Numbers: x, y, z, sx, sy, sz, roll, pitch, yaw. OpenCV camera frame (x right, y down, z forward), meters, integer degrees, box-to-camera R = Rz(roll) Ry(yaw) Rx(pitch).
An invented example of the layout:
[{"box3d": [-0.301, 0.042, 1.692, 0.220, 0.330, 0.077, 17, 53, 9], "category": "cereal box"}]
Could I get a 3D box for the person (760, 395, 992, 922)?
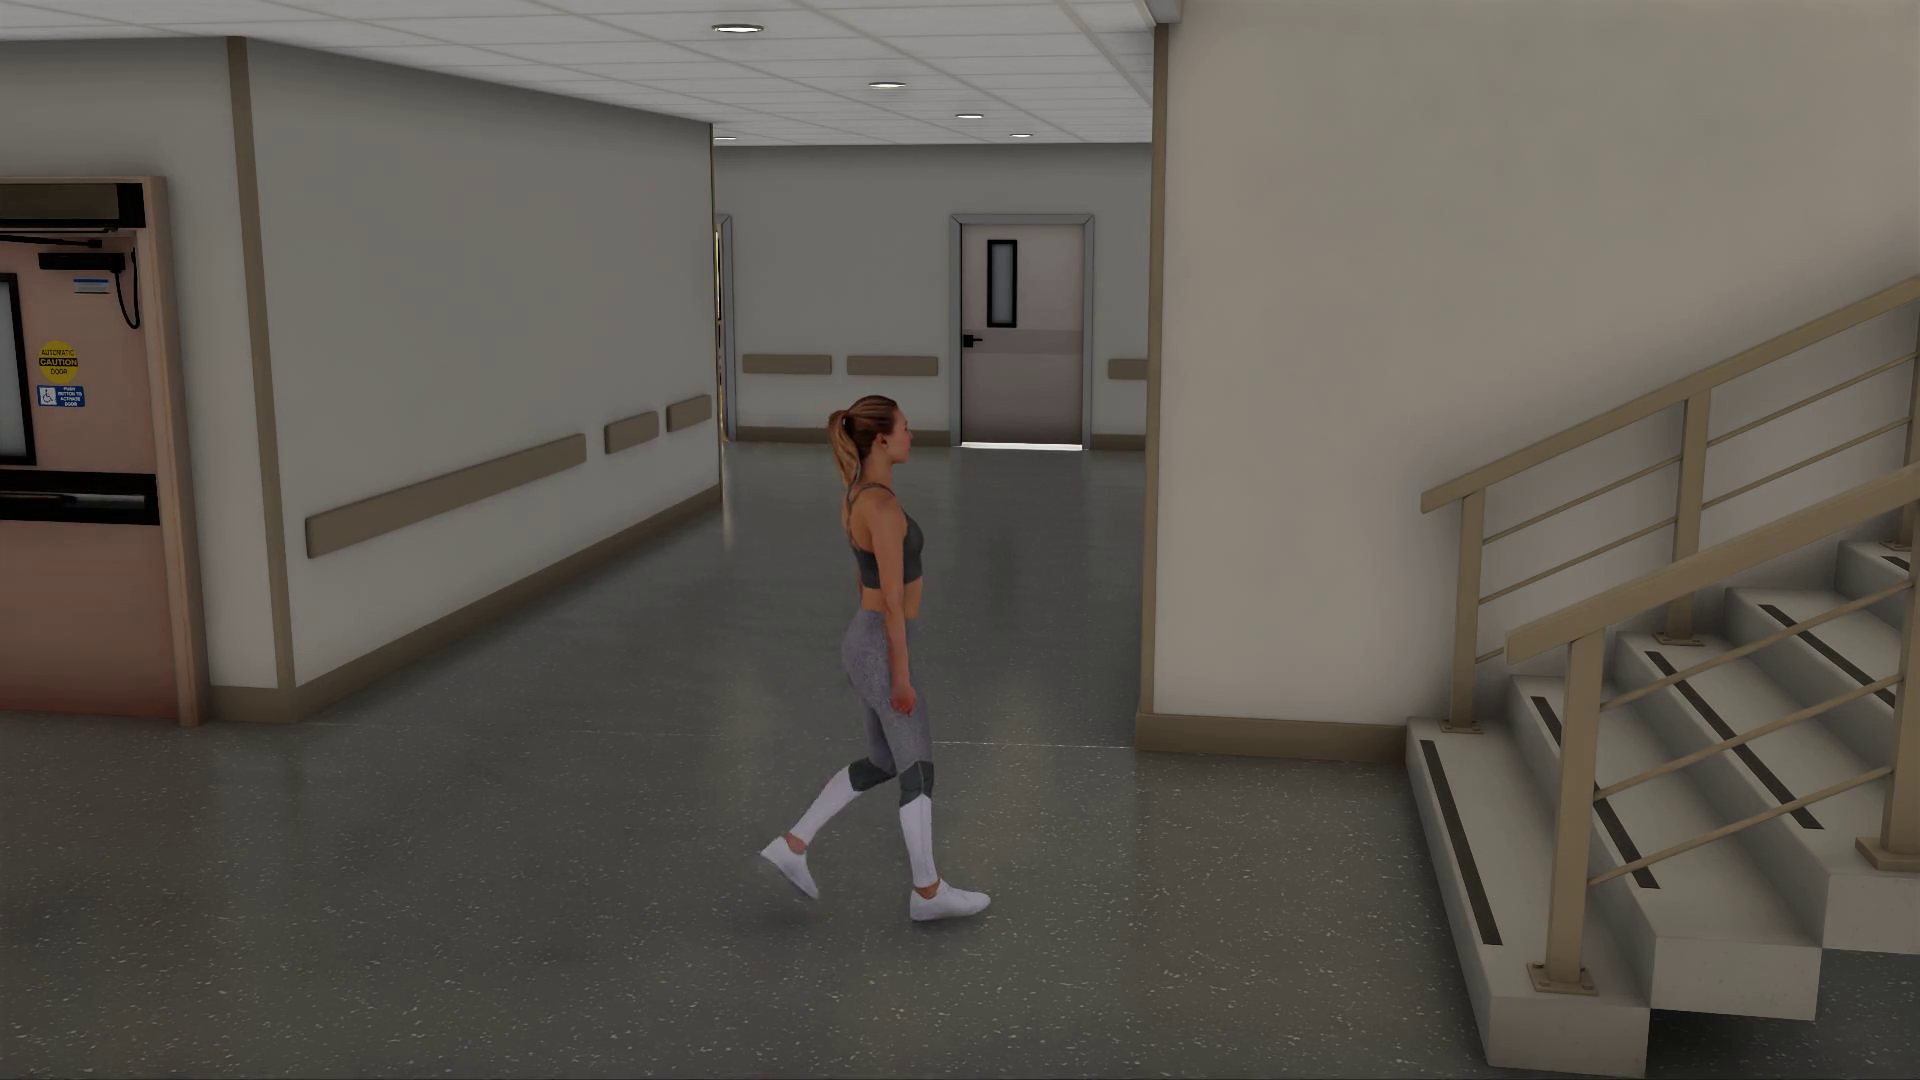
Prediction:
[{"box3d": [-0.303, 0.400, 5.211, 1.045, 1.688, 0.844, -3, 11, -15], "category": "person"}]
